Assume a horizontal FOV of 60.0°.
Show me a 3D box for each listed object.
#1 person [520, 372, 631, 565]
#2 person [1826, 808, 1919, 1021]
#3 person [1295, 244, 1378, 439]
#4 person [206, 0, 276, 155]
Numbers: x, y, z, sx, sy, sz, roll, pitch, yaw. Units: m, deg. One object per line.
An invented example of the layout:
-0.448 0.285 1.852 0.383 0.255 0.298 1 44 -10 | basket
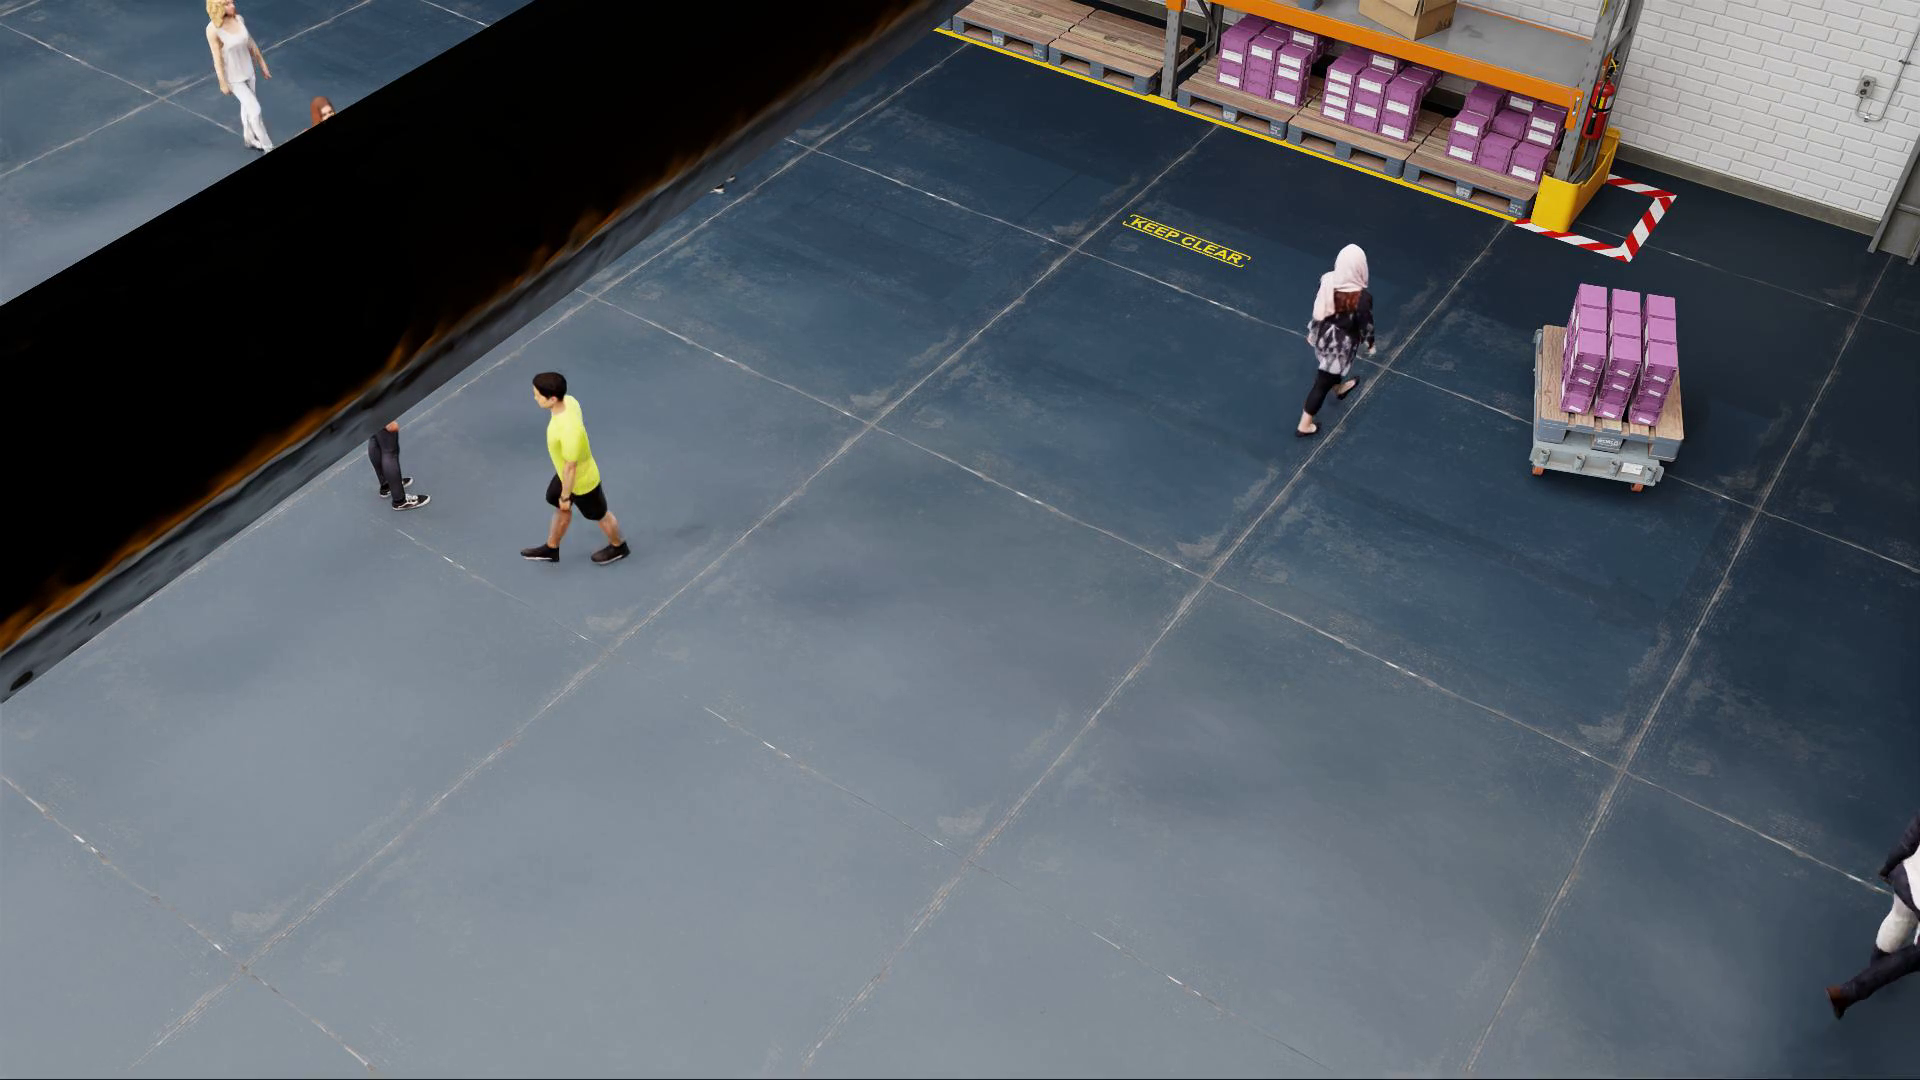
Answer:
-2.551 -0.485 11.413 1.019 1.683 1.035 -16 46 -16 | person
5.066 1.903 8.766 1.075 1.877 1.092 -17 46 -17 | person
2.766 -1.443 12.480 0.915 1.598 1.065 -27 50 -25 | person
-6.791 -4.370 15.517 0.857 1.647 0.725 15 46 15 | person
